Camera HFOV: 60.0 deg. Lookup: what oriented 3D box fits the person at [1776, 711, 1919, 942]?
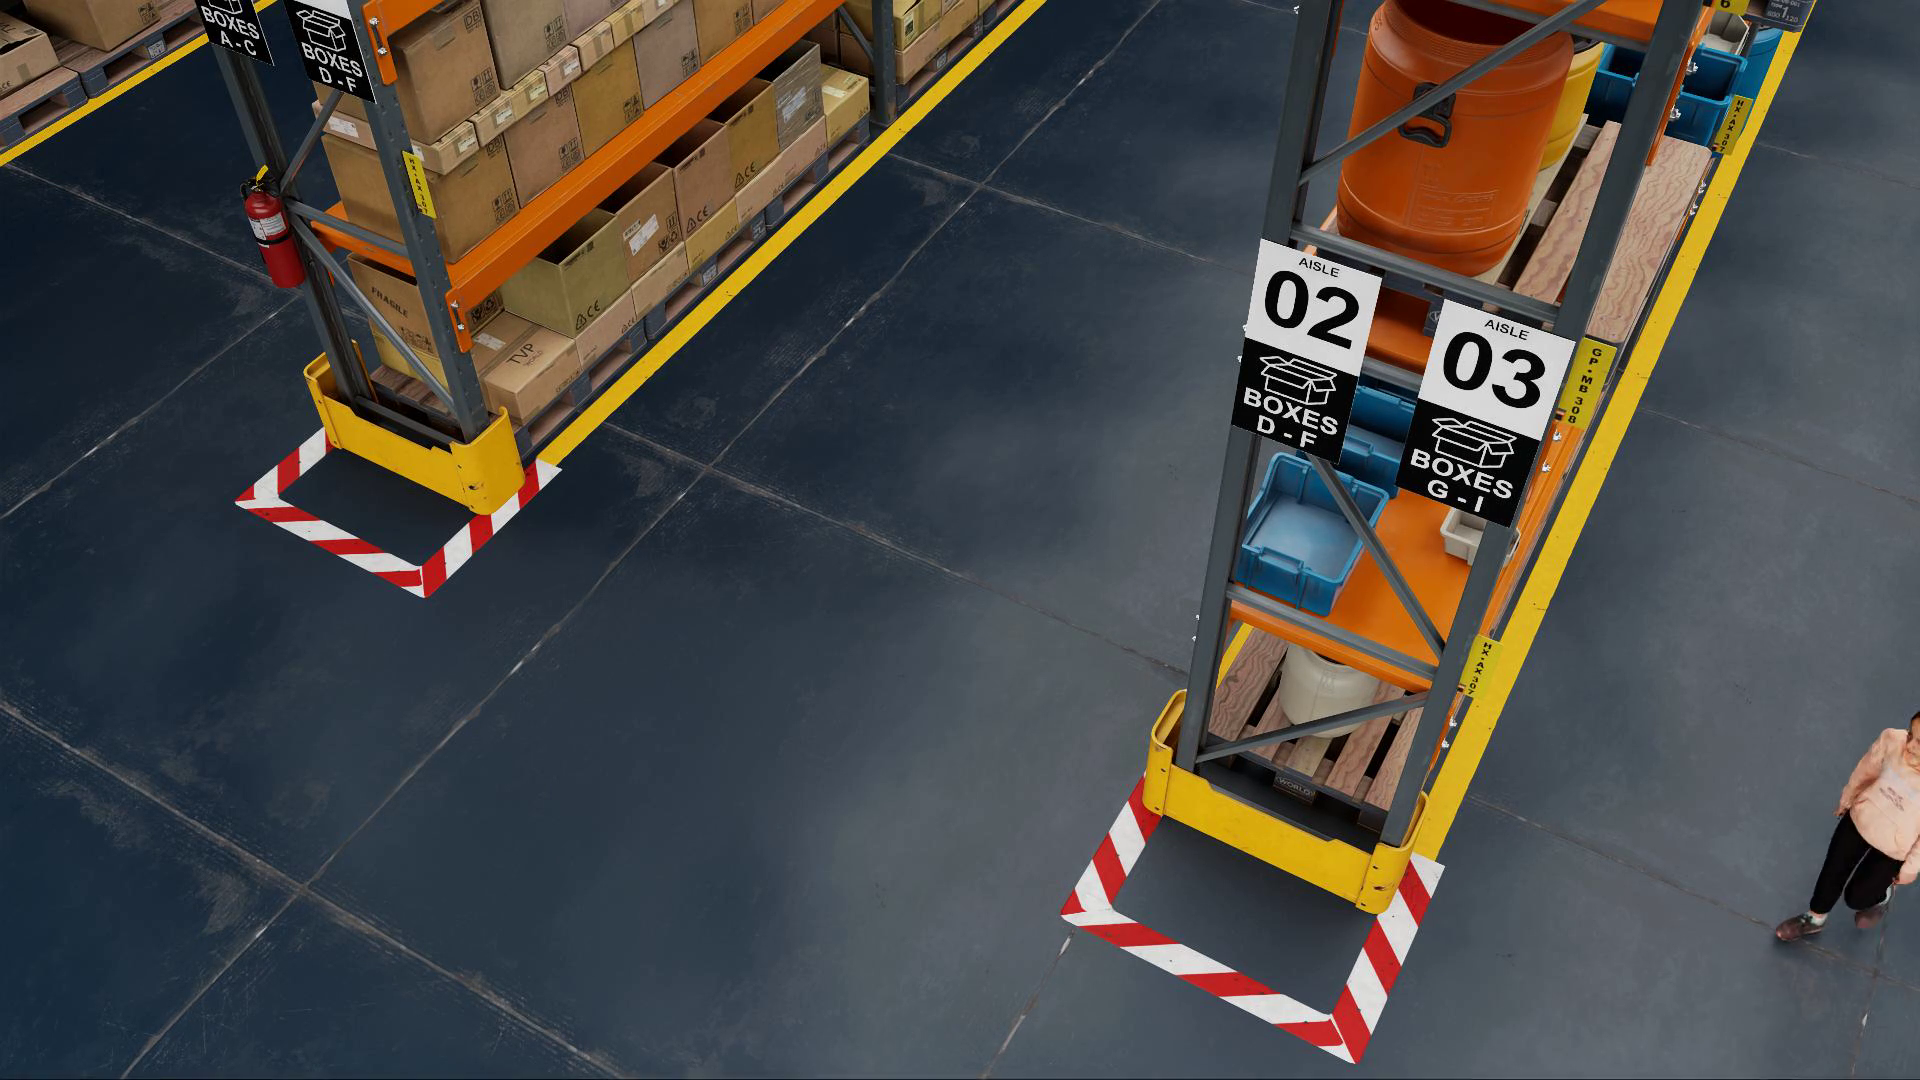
[{"bbox_3d":[3.694,1.138,6.580,0.845,1.472,0.771,-19,50,-17],"label":"person"}]
